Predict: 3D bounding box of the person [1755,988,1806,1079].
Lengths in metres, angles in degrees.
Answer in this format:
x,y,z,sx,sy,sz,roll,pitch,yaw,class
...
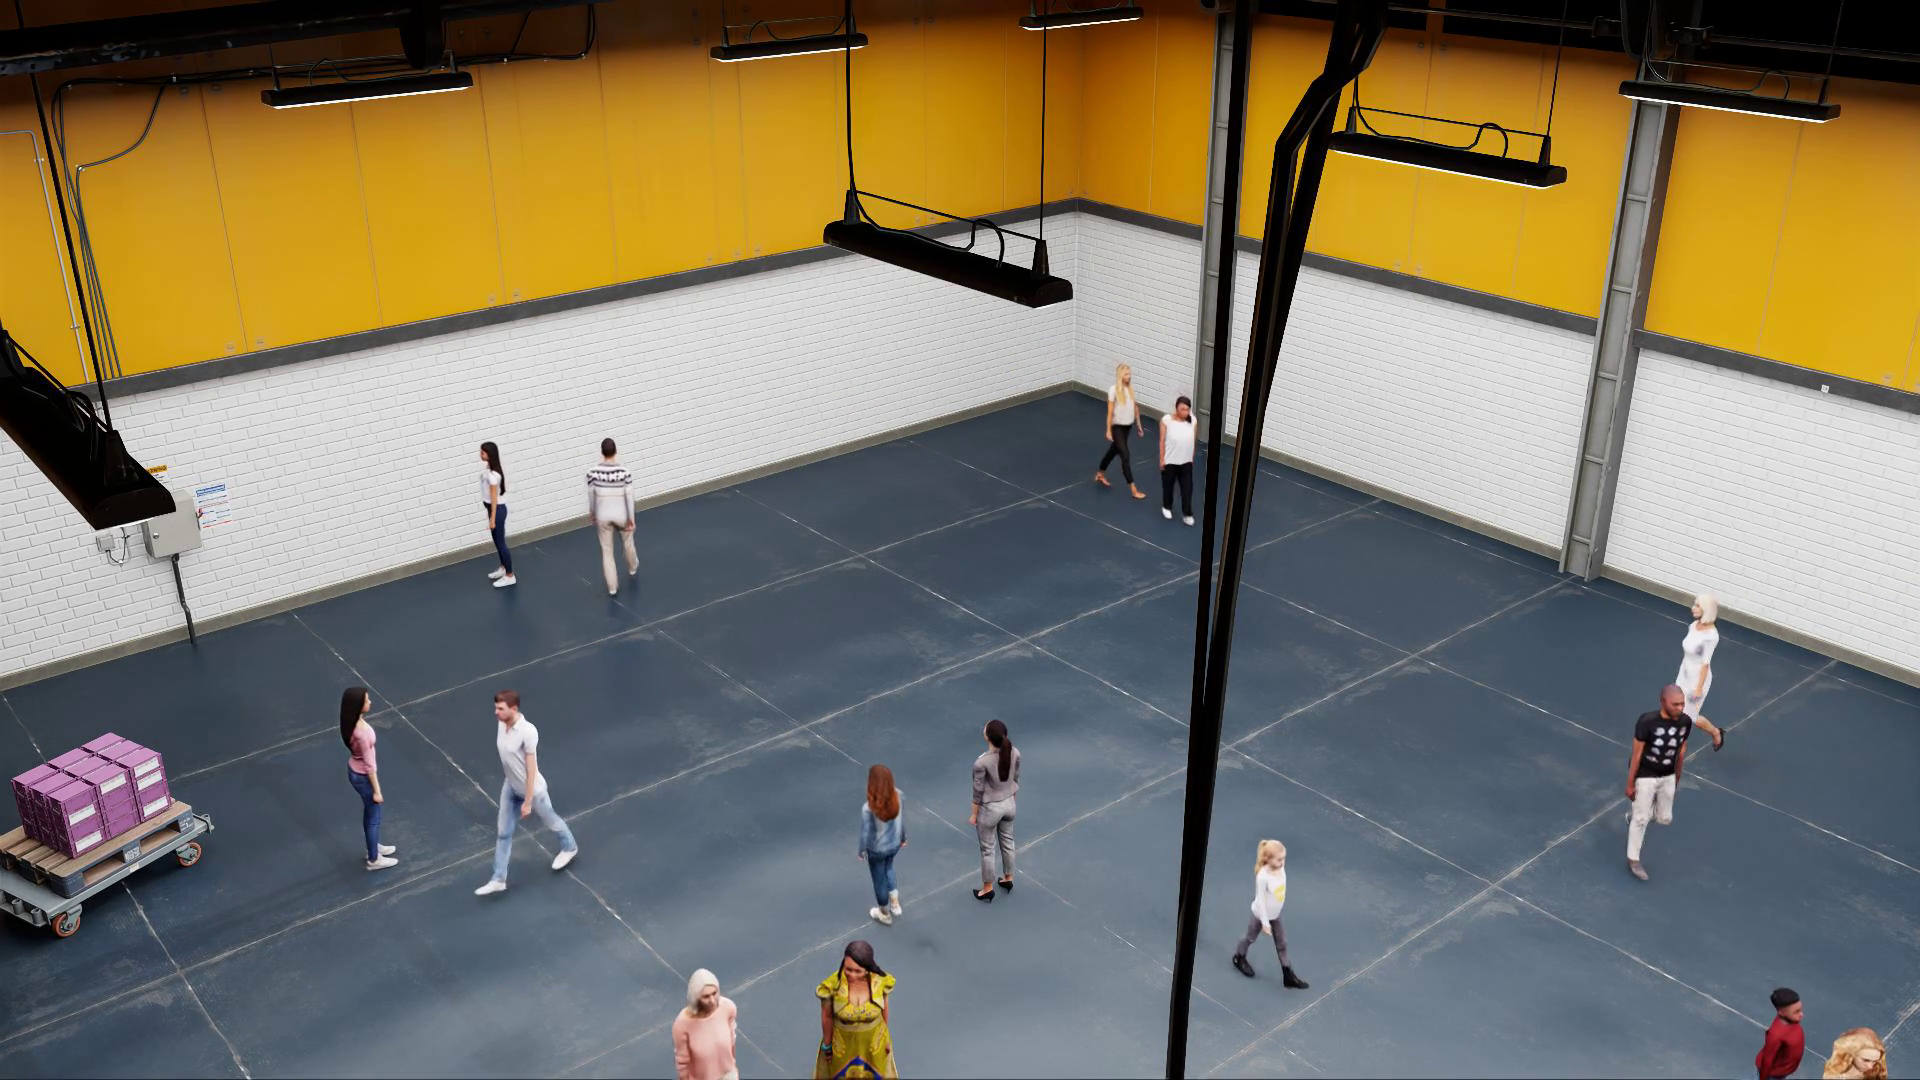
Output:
x,y,z,sx,sy,sz,roll,pitch,yaw,class
5.467,3.536,11.282,0.867,1.240,0.606,17,29,34,person

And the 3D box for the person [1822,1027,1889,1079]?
x,y,z,sx,sy,sz,roll,pitch,yaw,class
5.365,3.707,10.252,0.642,1.752,0.630,-7,25,-16,person

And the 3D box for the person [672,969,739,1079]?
x,y,z,sx,sy,sz,roll,pitch,yaw,class
-1.676,3.473,10.872,0.720,1.684,1.121,-14,27,-29,person

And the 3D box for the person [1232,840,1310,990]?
x,y,z,sx,sy,sz,roll,pitch,yaw,class
2.305,2.856,12.827,0.500,1.249,0.881,-18,29,-35,person

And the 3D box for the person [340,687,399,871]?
x,y,z,sx,sy,sz,roll,pitch,yaw,class
-5.065,2.012,14.144,0.671,1.740,0.510,-13,27,-27,person

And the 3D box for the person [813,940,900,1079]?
x,y,z,sx,sy,sz,roll,pitch,yaw,class
-0.692,3.364,11.153,0.978,1.657,0.956,-7,25,-15,person

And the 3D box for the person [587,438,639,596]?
x,y,z,sx,sy,sz,roll,pitch,yaw,class
-4.019,-0.242,19.190,1.046,1.830,1.186,-3,24,-6,person

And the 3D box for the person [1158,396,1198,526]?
x,y,z,sx,sy,sz,roll,pitch,yaw,class
2.755,-1.062,21.275,0.921,1.662,1.029,-3,24,-6,person

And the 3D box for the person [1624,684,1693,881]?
x,y,z,sx,sy,sz,roll,pitch,yaw,class
5.849,1.977,14.160,0.906,1.792,1.008,-3,24,-6,person

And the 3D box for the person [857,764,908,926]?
x,y,z,sx,sy,sz,roll,pitch,yaw,class
-0.568,2.488,13.390,0.574,1.472,0.550,-17,29,-34,person

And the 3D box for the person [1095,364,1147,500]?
x,y,z,sx,sy,sz,roll,pitch,yaw,class
2.064,-1.473,22.071,0.652,1.776,1.164,-20,31,-39,person

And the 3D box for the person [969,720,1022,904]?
x,y,z,sx,sy,sz,roll,pitch,yaw,class
0.296,2.231,13.721,0.627,1.678,0.599,-16,28,-32,person

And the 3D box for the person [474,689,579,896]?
x,y,z,sx,sy,sz,roll,pitch,yaw,class
-3.568,2.061,13.952,1.218,1.803,0.920,17,29,34,person

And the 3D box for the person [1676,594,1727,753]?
x,y,z,sx,sy,sz,roll,pitch,yaw,class
7.013,1.324,15.729,0.914,1.732,0.909,-2,24,-5,person

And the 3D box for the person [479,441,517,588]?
x,y,z,sx,sy,sz,roll,pitch,yaw,class
-5.389,-0.319,19.437,0.727,1.771,0.590,-8,25,-17,person
